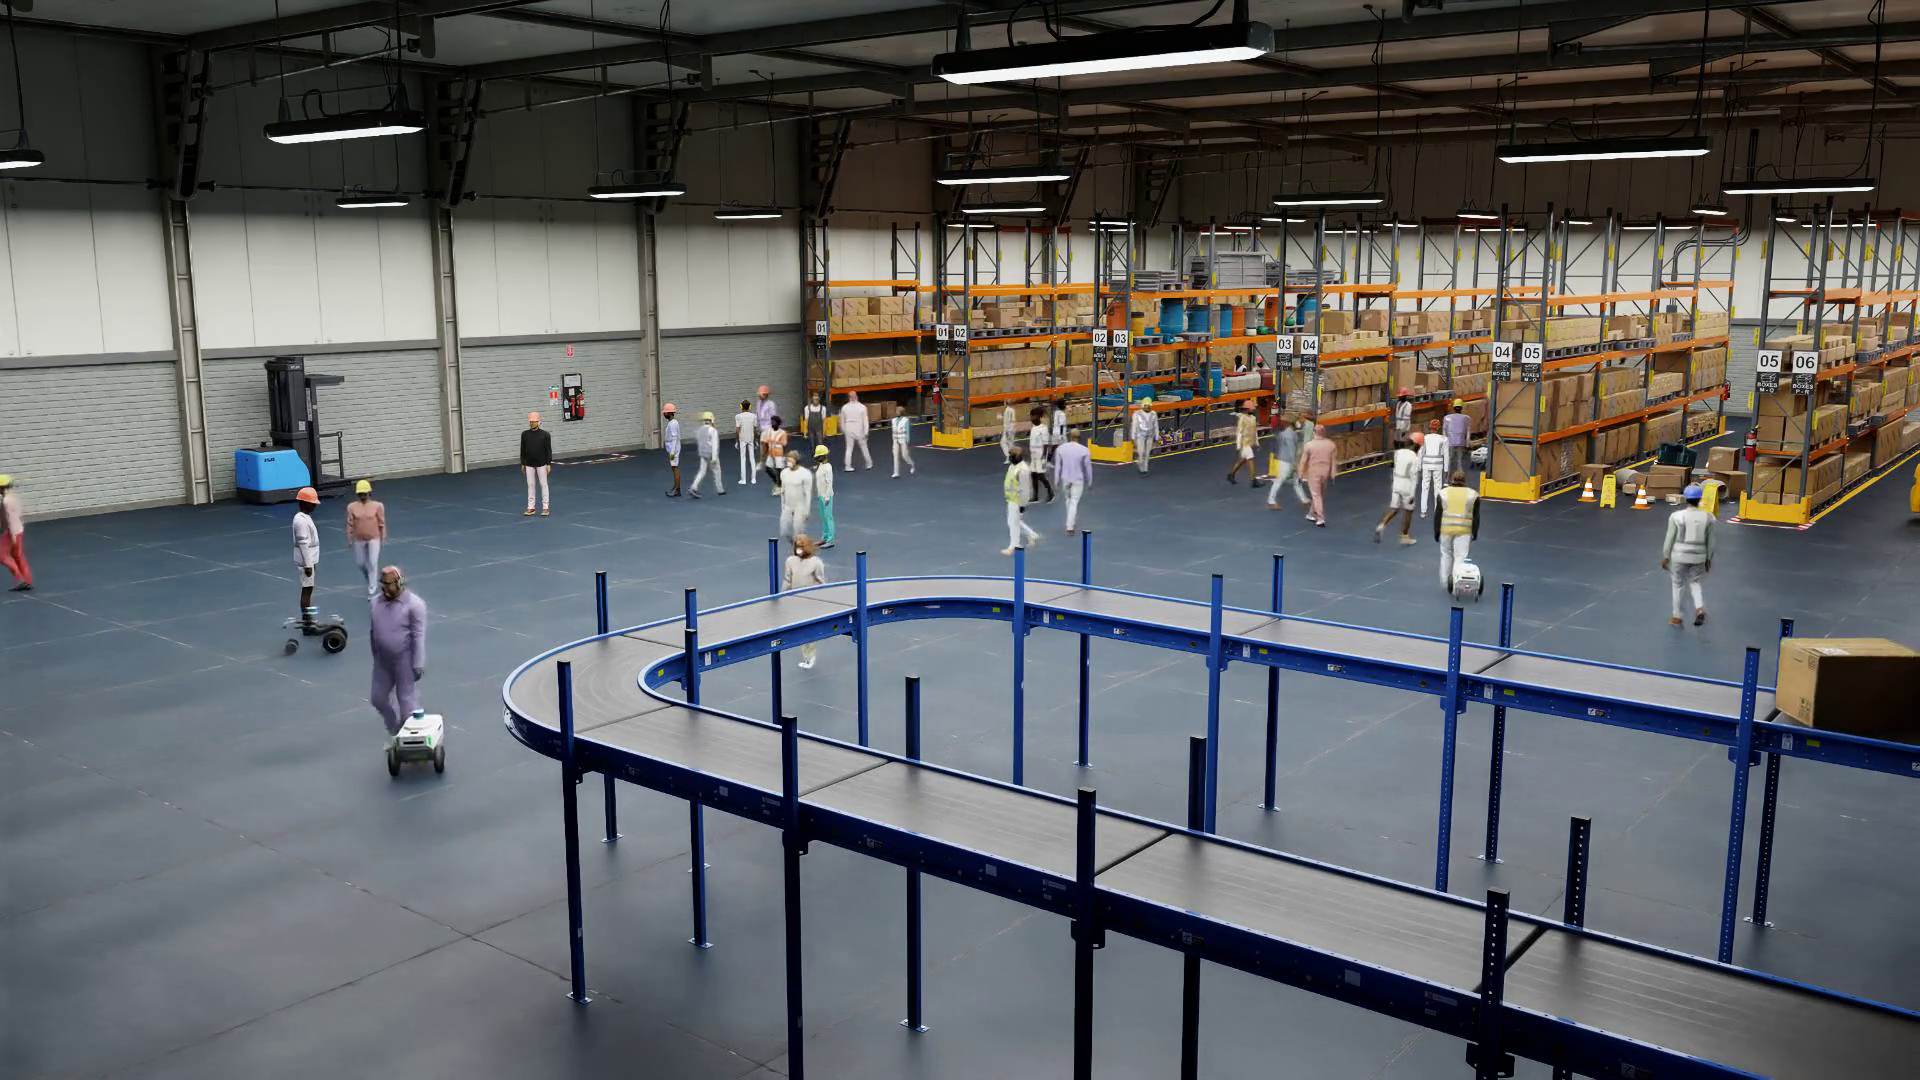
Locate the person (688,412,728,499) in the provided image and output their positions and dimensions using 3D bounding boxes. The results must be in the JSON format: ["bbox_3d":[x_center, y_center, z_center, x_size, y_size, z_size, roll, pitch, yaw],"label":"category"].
[{"bbox_3d":[-5.239,-1.749,32.293,0.606,1.794,0.873,8,13,38],"label":"person"}]

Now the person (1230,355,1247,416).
[{"bbox_3d":[8.889,-4.916,49.750,0.391,1.914,0.587,-4,11,-23],"label":"person"}]

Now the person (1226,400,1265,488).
[{"bbox_3d":[6.202,-2.111,34.028,0.980,1.904,0.542,8,13,38],"label":"person"}]

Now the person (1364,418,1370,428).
[{"bbox_3d":[12.110,-4.283,46.431,0.516,1.833,0.927,5,11,28],"label":"person"}]

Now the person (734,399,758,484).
[{"bbox_3d":[-4.697,-2.160,34.360,0.538,1.869,0.313,-5,11,-24],"label":"person"}]

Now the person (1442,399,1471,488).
[{"bbox_3d":[10.724,-2.093,33.855,0.591,1.917,0.400,2,10,12],"label":"person"}]

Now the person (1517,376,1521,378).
[{"bbox_3d":[14.870,-3.432,41.510,0.416,1.867,0.604,-7,12,-35],"label":"person"}]

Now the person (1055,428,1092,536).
[{"bbox_3d":[2.083,-1.069,28.132,0.657,1.894,0.995,4,11,23],"label":"person"}]

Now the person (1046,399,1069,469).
[{"bbox_3d":[2.419,-2.491,36.803,0.884,1.645,0.551,-3,11,-18],"label":"person"}]

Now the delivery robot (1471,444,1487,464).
[{"bbox_3d":[12.438,-2.027,37.164,0.477,0.478,0.707,9,13,42],"label":"delivery robot"}]

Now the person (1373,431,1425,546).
[{"bbox_3d":[7.512,-0.862,26.707,0.812,1.995,0.671,-5,11,-27],"label":"person"}]

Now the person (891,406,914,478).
[{"bbox_3d":[-1.315,-2.244,35.521,0.524,1.619,0.588,7,12,35],"label":"person"}]

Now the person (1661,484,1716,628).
[{"bbox_3d":[9.666,0.224,20.762,0.619,1.929,0.478,0,10,2],"label":"person"}]

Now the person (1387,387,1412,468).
[{"bbox_3d":[10.407,-2.643,36.918,0.394,1.927,0.582,-2,10,-12],"label":"person"}]

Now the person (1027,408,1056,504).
[{"bbox_3d":[1.653,-1.691,31.522,0.629,1.945,0.676,-5,11,-25],"label":"person"}]

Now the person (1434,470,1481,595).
[{"bbox_3d":[7.319,-0.118,23.067,0.630,1.812,0.518,4,11,21],"label":"person"}]

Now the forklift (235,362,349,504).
[{"bbox_3d":[-13.803,-2.244,32.110,1.129,2.768,1.873,8,13,37],"label":"forklift"}]

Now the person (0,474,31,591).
[{"bbox_3d":[-14.044,-0.104,23.143,0.417,1.752,0.524,-4,11,-21],"label":"person"}]

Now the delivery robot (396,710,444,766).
[{"bbox_3d":[-5.227,1.887,15.138,0.477,0.478,0.707,-2,10,-9],"label":"delivery robot"}]

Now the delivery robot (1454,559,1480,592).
[{"bbox_3d":[7.401,0.519,22.837,0.477,0.478,0.707,3,10,15],"label":"delivery robot"}]

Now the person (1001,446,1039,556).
[{"bbox_3d":[0.996,-0.665,26.068,0.579,1.828,0.641,-2,10,-9],"label":"person"}]

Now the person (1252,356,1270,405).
[{"bbox_3d":[9.405,-4.769,48.811,0.624,1.958,0.837,4,11,22],"label":"person"}]

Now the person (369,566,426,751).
[{"bbox_3d":[-5.572,1.188,15.451,0.672,1.885,0.448,3,10,16],"label":"person"}]

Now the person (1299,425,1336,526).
[{"bbox_3d":[6.643,-1.213,29.065,0.659,1.865,0.977,-3,10,-14],"label":"person"}]

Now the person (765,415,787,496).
[{"bbox_3d":[-3.838,-1.766,32.630,0.551,1.685,0.366,7,12,35],"label":"person"}]

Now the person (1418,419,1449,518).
[{"bbox_3d":[9.014,-1.363,29.833,0.582,1.882,0.338,4,11,24],"label":"person"}]

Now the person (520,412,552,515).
[{"bbox_3d":[-8.167,-1.472,30.126,0.622,1.997,0.372,1,10,6],"label":"person"}]

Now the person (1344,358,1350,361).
[{"bbox_3d":[12.741,-5.162,51.534,0.597,1.772,0.944,9,14,42],"label":"person"}]

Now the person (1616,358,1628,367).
[{"bbox_3d":[21.274,-5.016,50.482,0.548,1.852,0.390,-4,11,-19],"label":"person"}]

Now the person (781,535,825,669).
[{"bbox_3d":[-1.901,0.745,18.727,0.506,1.618,0.499,6,11,28],"label":"person"}]

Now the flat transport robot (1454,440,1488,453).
[{"bbox_3d":[13.106,-2.425,40.472,0.652,0.197,1.431,8,13,38],"label":"flat transport robot"}]

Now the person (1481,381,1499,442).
[{"bbox_3d":[13.664,-3.128,39.801,0.702,1.873,0.758,7,12,33],"label":"person"}]

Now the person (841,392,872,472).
[{"bbox_3d":[-2.420,-2.540,36.559,0.684,1.849,0.784,2,10,11],"label":"person"}]

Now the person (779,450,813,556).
[{"bbox_3d":[-2.609,-0.469,24.709,0.628,1.926,0.427,6,12,32],"label":"person"}]

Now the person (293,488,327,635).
[{"bbox_3d":[-8.533,0.269,20.524,0.375,1.927,0.543,-4,11,-20],"label":"person"}]

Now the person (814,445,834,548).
[{"bbox_3d":[-2.330,-0.750,26.741,0.322,1.761,0.522,-4,11,-22],"label":"person"}]

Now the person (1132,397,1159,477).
[{"bbox_3d":[4.242,-2.324,35.451,0.623,1.802,0.745,-3,10,-14],"label":"person"}]

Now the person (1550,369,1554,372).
[{"bbox_3d":[18.474,-4.826,49.074,0.713,1.972,0.617,-1,10,-6],"label":"person"}]

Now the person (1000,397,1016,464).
[{"bbox_3d":[1.171,-2.626,37.646,0.390,1.621,0.546,4,11,19],"label":"person"}]

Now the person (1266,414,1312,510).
[{"bbox_3d":[6.531,-1.524,30.748,1.034,1.878,0.651,3,10,16],"label":"person"}]

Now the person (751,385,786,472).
[{"bbox_3d":[-4.498,-2.648,36.749,0.994,2.008,0.618,-8,13,-37],"label":"person"}]

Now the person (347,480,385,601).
[{"bbox_3d":[-8.594,-0.025,22.701,0.527,1.746,0.616,-2,10,-9],"label":"person"}]

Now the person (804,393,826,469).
[{"bbox_3d":[-3.381,-2.513,36.515,0.522,1.802,0.905,0,10,-3],"label":"person"}]

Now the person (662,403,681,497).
[{"bbox_3d":[-5.997,-1.874,32.555,0.373,1.939,0.545,-2,10,-10],"label":"person"}]

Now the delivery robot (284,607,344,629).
[{"bbox_3d":[-8.117,0.957,19.642,0.698,0.223,0.335,-3,11,-18],"label":"delivery robot"}]

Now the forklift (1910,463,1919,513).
[{"bbox_3d":[19.034,-1.348,28.998,2.313,2.155,1.214,8,13,37],"label":"forklift"}]

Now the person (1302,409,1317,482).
[{"bbox_3d":[7.859,-2.091,34.725,0.734,1.606,0.514,1,10,7],"label":"person"}]
